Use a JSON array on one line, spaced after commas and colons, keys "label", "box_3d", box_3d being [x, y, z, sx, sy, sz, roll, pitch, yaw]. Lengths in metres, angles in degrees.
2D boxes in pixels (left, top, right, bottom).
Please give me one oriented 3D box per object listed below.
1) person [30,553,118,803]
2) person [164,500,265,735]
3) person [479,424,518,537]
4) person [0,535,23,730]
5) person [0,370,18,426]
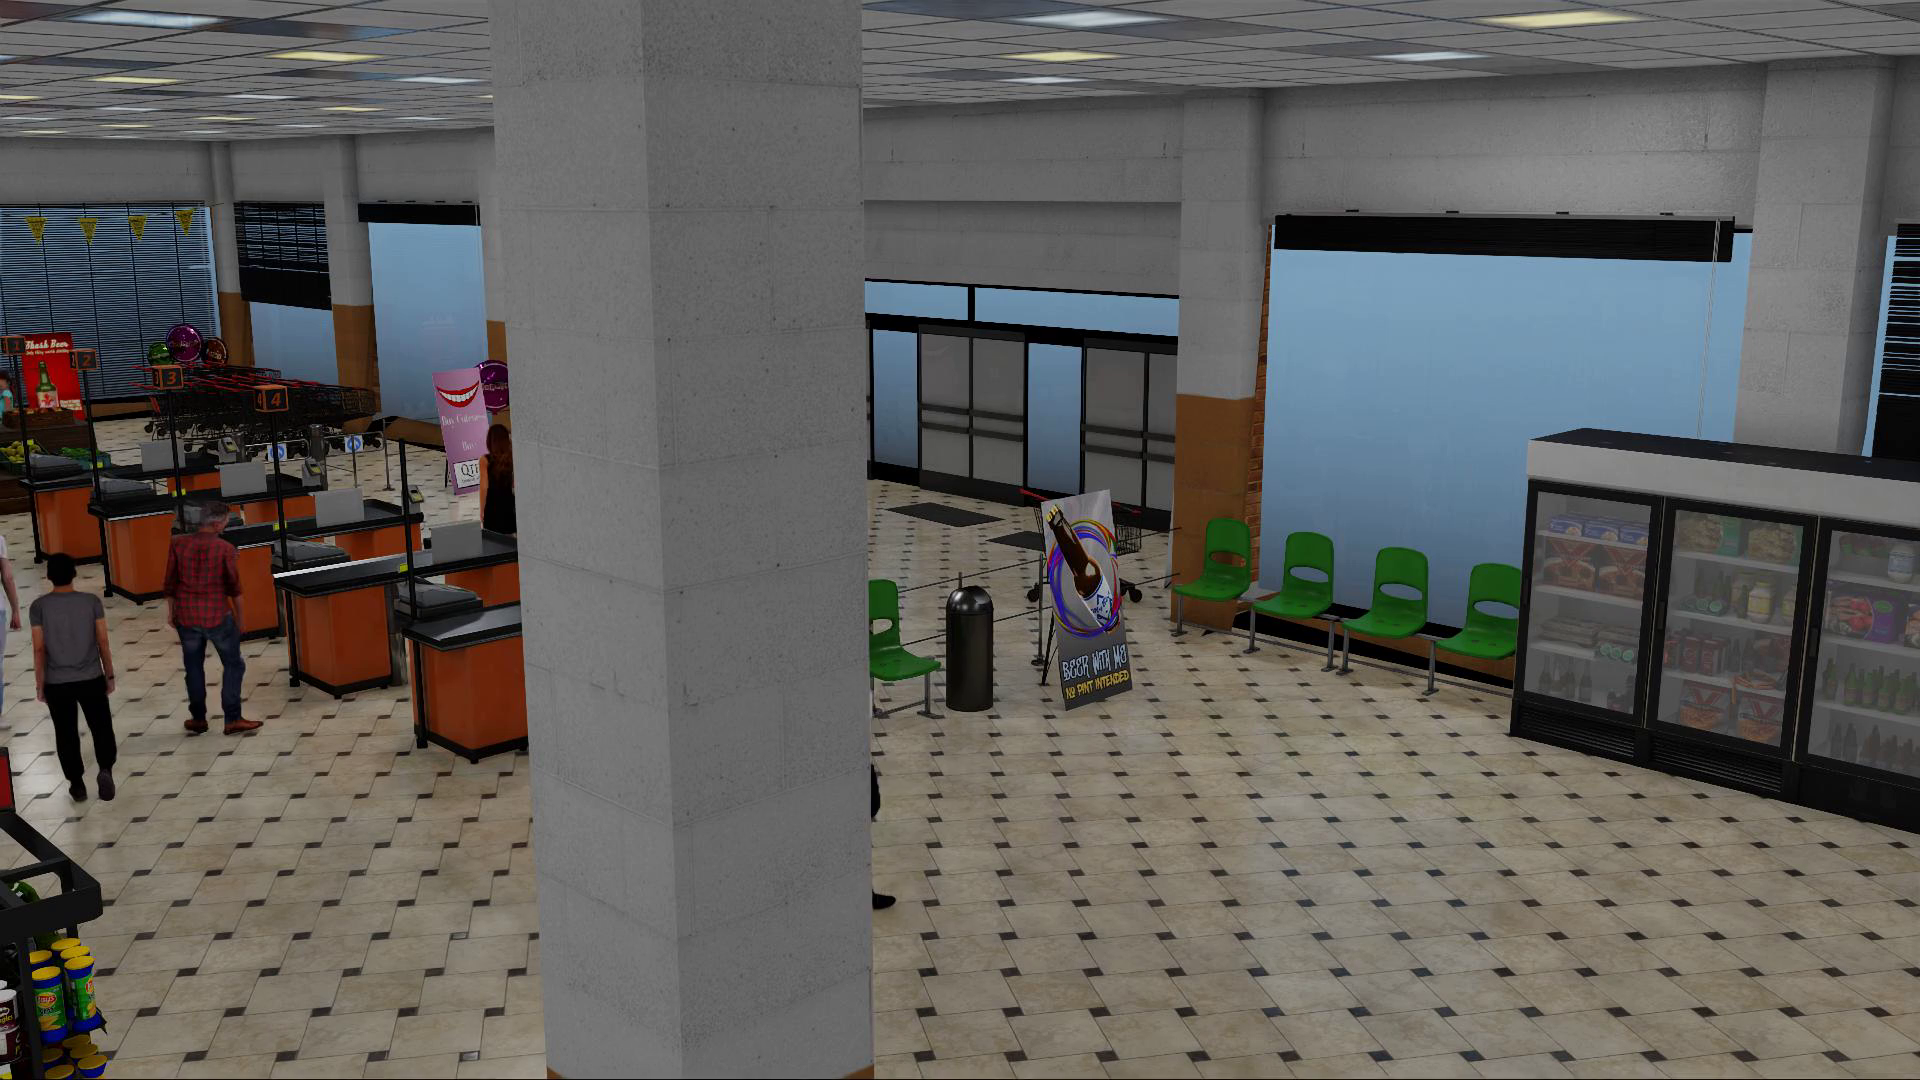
[{"label": "person", "box_3d": [-5.949, 0.960, 11.176, 0.904, 1.739, 0.817, -7, 14, -31]}, {"label": "person", "box_3d": [-5.827, 0.592, 12.755, 0.860, 1.807, 0.949, -4, 13, -18]}, {"label": "person", "box_3d": [-4.566, -0.227, 16.626, 0.862, 1.816, 0.668, -10, 16, -40]}, {"label": "person", "box_3d": [-7.587, 0.565, 12.796, 0.797, 1.842, 0.638, 8, 14, 34]}, {"label": "person", "box_3d": [-13.810, -1.705, 24.300, 0.696, 1.546, 0.660, -5, 13, -22]}]
